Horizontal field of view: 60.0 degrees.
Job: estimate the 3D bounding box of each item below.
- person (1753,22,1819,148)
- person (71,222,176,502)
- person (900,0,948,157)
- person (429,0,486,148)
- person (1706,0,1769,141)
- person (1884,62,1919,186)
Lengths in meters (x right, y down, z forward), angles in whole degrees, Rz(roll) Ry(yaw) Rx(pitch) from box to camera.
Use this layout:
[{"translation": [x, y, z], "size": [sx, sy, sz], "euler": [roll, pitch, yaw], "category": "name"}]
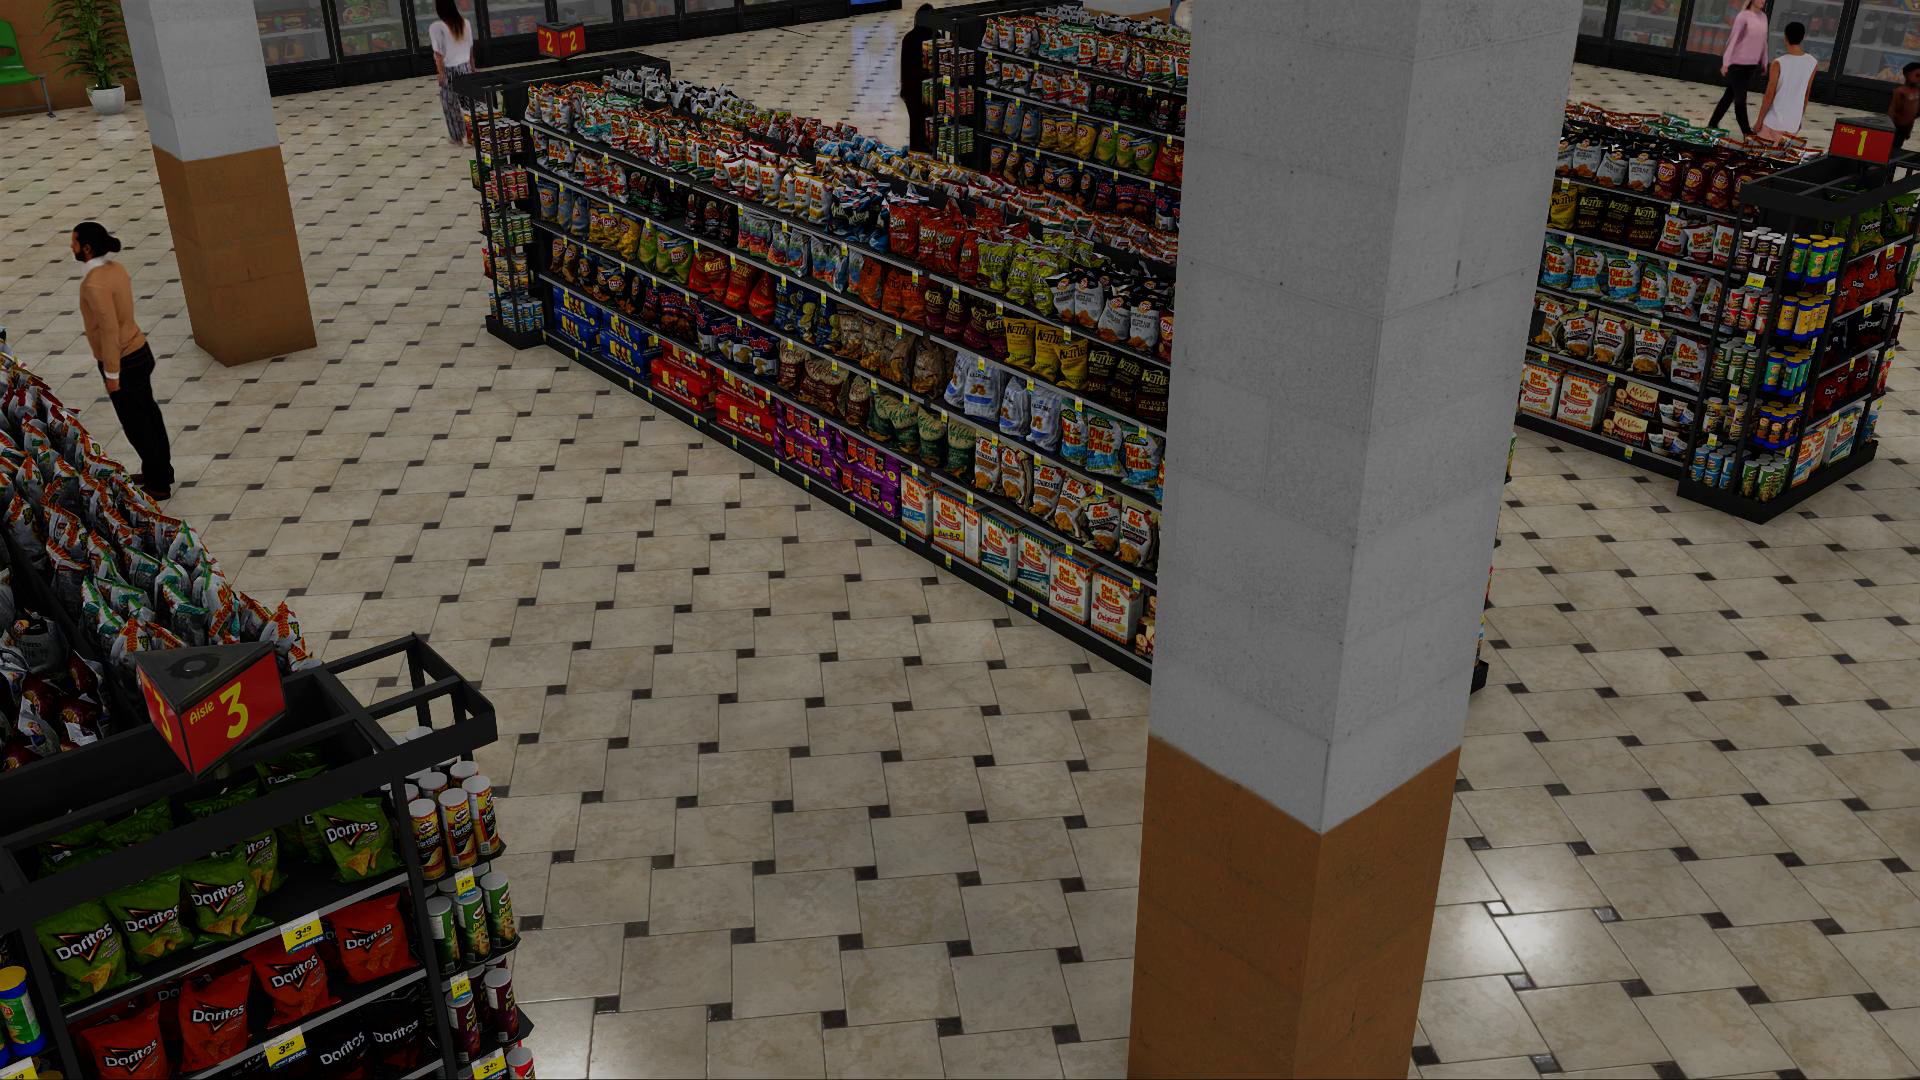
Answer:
[{"translation": [7.852, -4.019, 15.898], "size": [0.735, 1.779, 0.750], "euler": [-4, 27, -8], "category": "person"}, {"translation": [-5.102, -1.086, 10.144], "size": [0.810, 1.754, 0.696], "euler": [-6, 27, -11], "category": "person"}, {"translation": [-0.380, -4.535, 16.957], "size": [0.879, 1.742, 0.935], "euler": [7, 28, 14], "category": "person"}, {"translation": [-5.477, -5.117, 18.197], "size": [0.982, 1.659, 0.775], "euler": [21, 33, 35], "category": "person"}, {"translation": [8.668, -5.307, 18.585], "size": [0.819, 1.646, 1.128], "euler": [-11, 29, -21], "category": "person"}, {"translation": [9.477, -4.220, 16.883], "size": [0.587, 1.247, 0.588], "euler": [-12, 29, -23], "category": "person"}]
